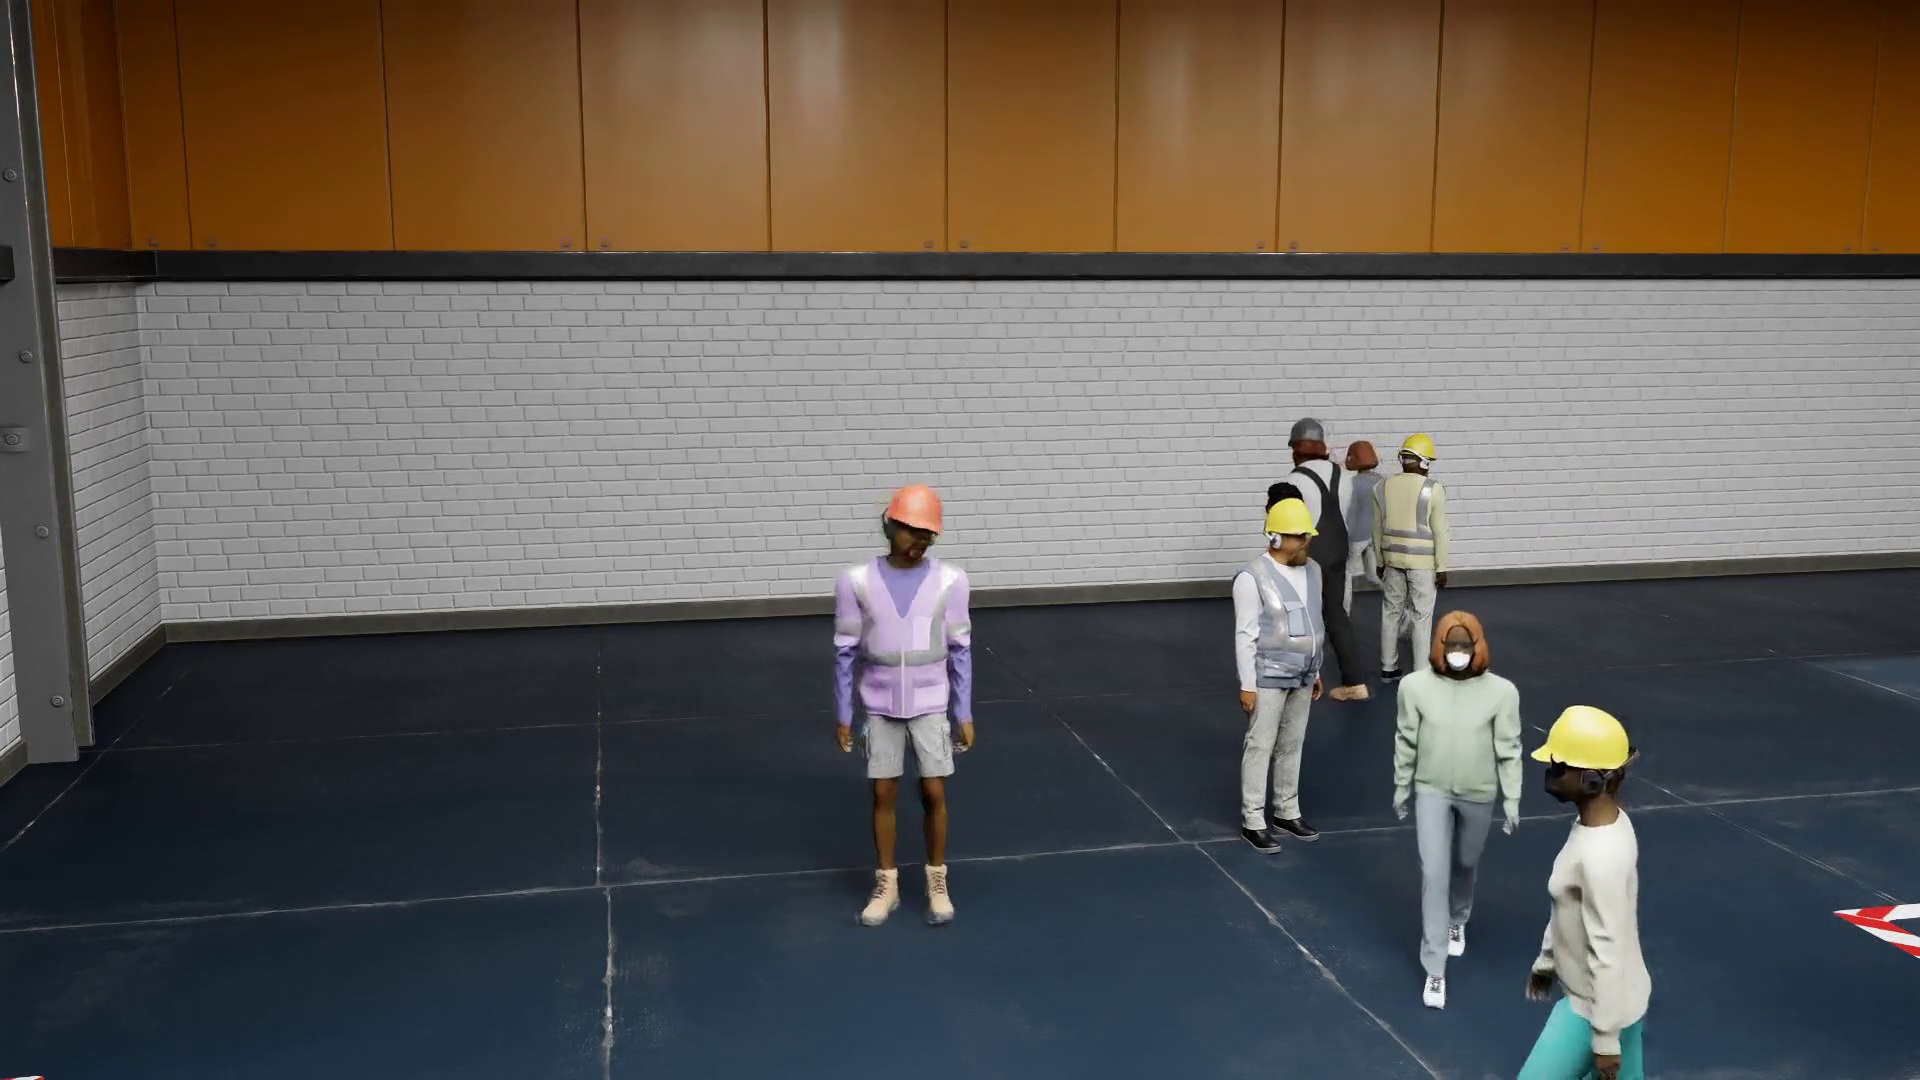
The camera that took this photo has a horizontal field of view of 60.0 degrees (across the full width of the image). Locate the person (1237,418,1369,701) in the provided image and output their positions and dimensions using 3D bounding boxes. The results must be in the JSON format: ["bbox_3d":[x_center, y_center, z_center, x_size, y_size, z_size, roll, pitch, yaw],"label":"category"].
[{"bbox_3d":[2.452,0.091,11.622,0.673,2.000,1.010,-5,11,-30],"label":"person"}]

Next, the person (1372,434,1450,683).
[{"bbox_3d":[3.244,0.149,11.935,0.589,1.822,0.403,9,13,44],"label":"person"}]

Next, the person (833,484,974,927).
[{"bbox_3d":[-0.258,0.762,7.606,0.646,2.022,0.376,0,9,-1],"label":"person"}]

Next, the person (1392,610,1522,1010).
[{"bbox_3d":[2.091,1.073,7.012,0.512,1.589,0.841,2,10,15],"label":"person"}]

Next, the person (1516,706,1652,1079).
[{"bbox_3d":[1.765,1.341,4.913,0.776,1.744,0.532,4,10,25],"label":"person"}]

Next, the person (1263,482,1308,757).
[{"bbox_3d":[1.980,0.488,10.246,0.315,1.696,0.540,4,10,22],"label":"person"}]

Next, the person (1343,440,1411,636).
[{"bbox_3d":[3.323,-0.004,13.528,0.508,1.610,0.733,-8,12,-40],"label":"person"}]

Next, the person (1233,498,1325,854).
[{"bbox_3d":[1.671,0.690,8.611,0.600,1.829,0.404,-7,12,-37],"label":"person"}]
